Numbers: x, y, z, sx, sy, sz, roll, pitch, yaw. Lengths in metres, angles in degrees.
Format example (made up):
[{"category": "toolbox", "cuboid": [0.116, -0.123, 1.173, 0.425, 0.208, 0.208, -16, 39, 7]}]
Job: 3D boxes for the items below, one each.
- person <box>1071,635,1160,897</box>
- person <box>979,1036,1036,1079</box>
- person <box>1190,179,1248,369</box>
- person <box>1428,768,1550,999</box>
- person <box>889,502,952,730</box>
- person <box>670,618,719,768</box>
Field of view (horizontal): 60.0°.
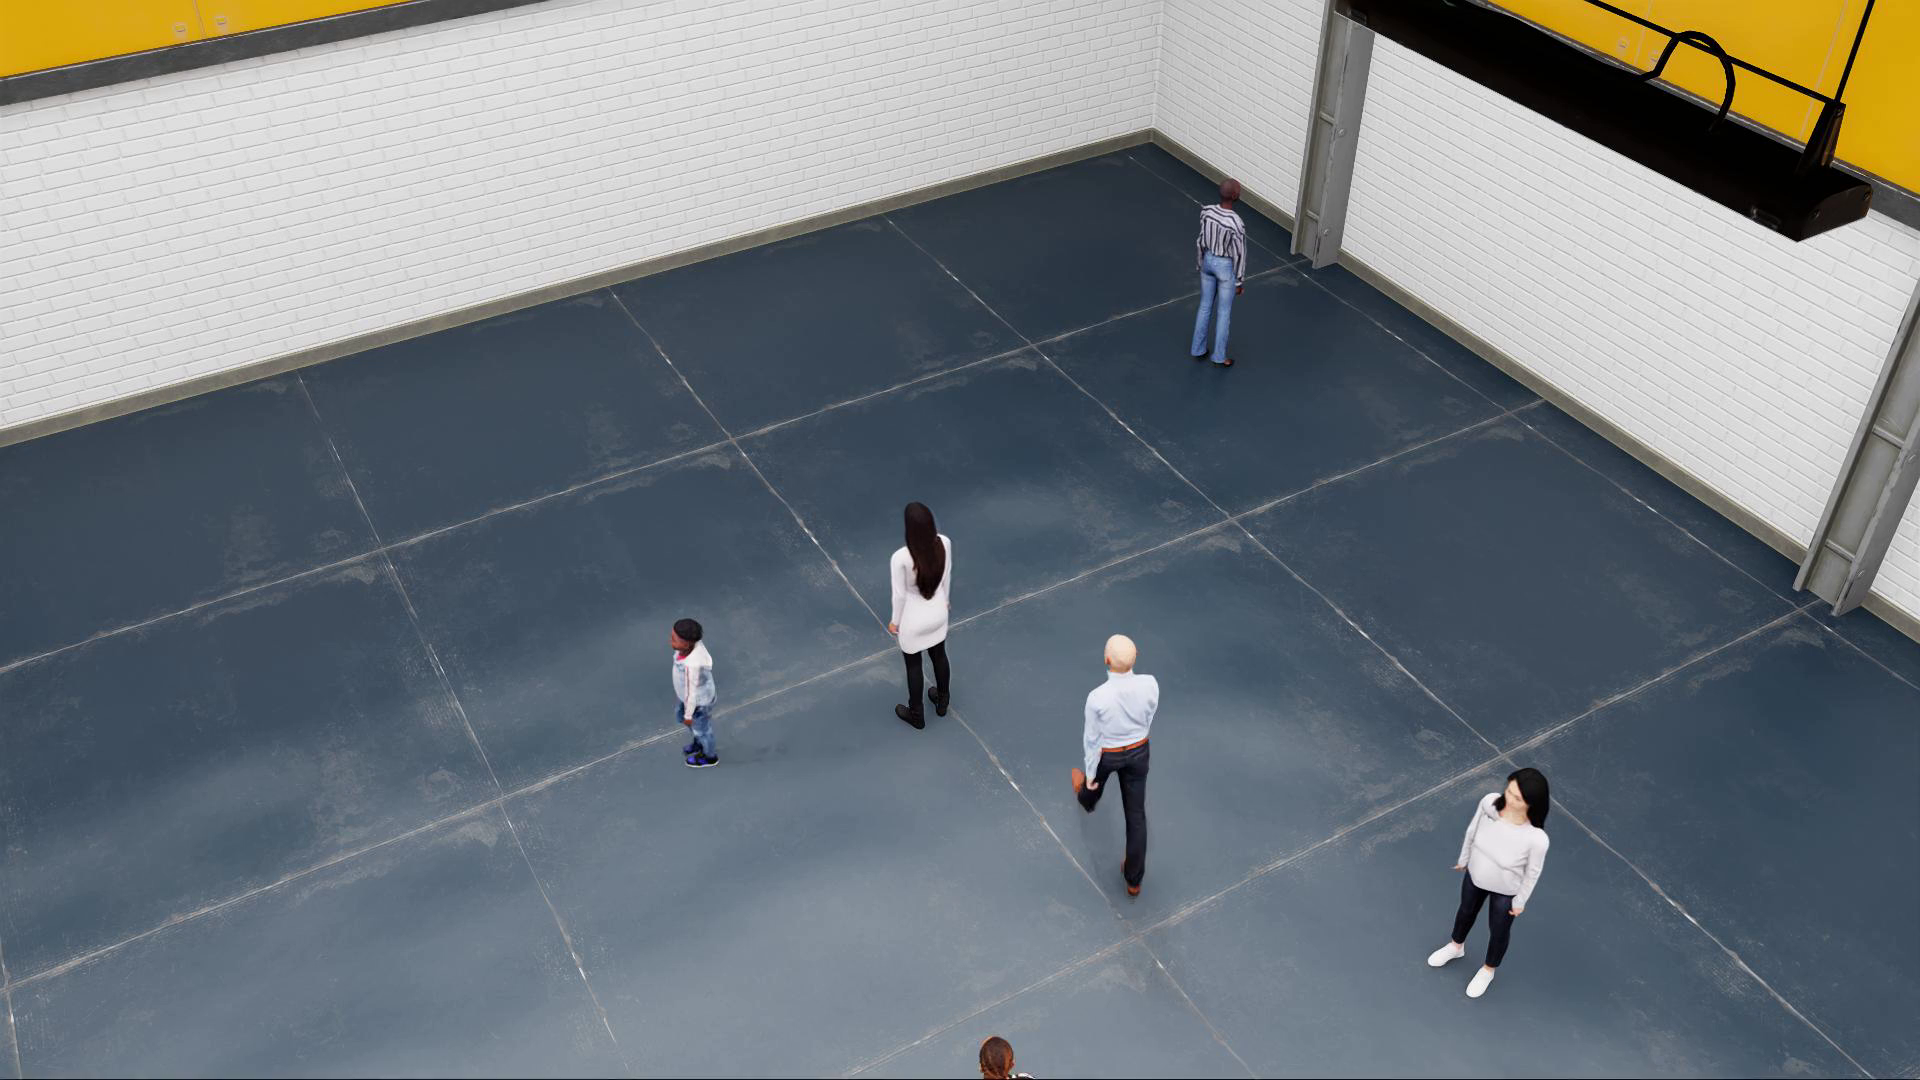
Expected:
[{"category": "person", "cuboid": [0.982, 1.370, 9.933, 0.907, 1.733, 1.324, -8, 39, -10]}, {"category": "person", "cuboid": [0.198, 3.023, 7.943, 0.651, 1.635, 0.995, -17, 42, -20]}, {"category": "person", "cuboid": [2.264, -2.323, 14.508, 0.742, 1.795, 0.560, -32, 48, -33]}, {"category": "person", "cuboid": [3.010, 1.890, 9.308, 0.696, 1.700, 0.518, -26, 45, -28]}, {"category": "person", "cuboid": [-0.257, 0.502, 10.961, 0.623, 1.807, 0.525, -23, 44, -26]}, {"category": "person", "cuboid": [-1.660, 0.989, 10.792, 0.627, 1.256, 0.542, -5, 39, -6]}]
